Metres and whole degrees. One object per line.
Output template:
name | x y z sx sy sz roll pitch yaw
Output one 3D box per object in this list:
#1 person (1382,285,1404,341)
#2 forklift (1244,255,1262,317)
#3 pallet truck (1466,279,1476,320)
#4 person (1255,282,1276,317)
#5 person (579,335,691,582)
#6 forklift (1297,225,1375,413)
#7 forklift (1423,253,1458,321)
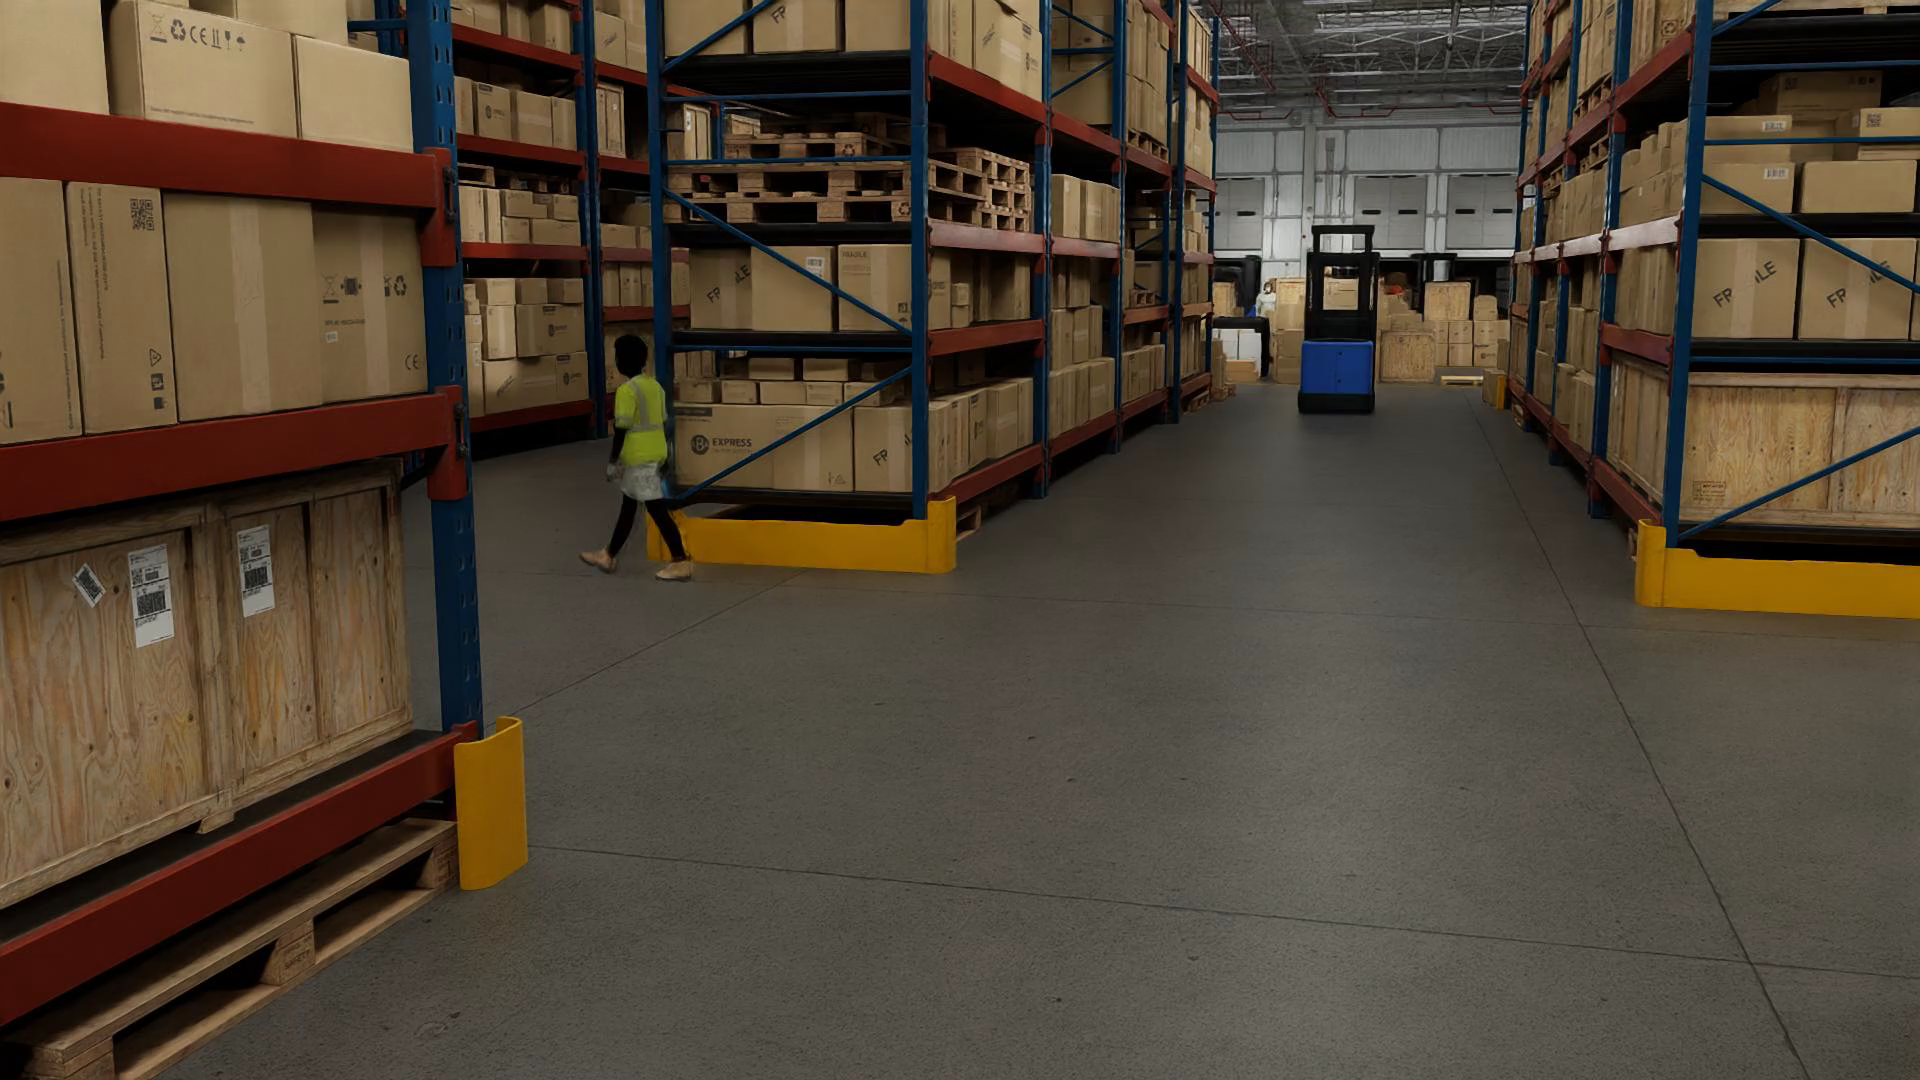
person | 9.013 -4.454 35.250 0.941 1.891 0.592 4 10 22
forklift | 10.125 -8.475 57.614 1.873 2.768 1.129 4 10 21
pallet truck | 18.896 -8.459 60.307 1.885 1.965 0.823 5 10 31
person | 7.902 -5.665 42.750 0.630 1.940 0.372 2 9 14
person | -2.184 -0.544 11.120 0.880 1.639 0.546 2 9 12
forklift | 5.777 -3.387 25.291 1.129 2.768 1.873 2 9 15
forklift | 15.202 -7.696 52.666 1.129 2.768 1.873 -2 9 -11
